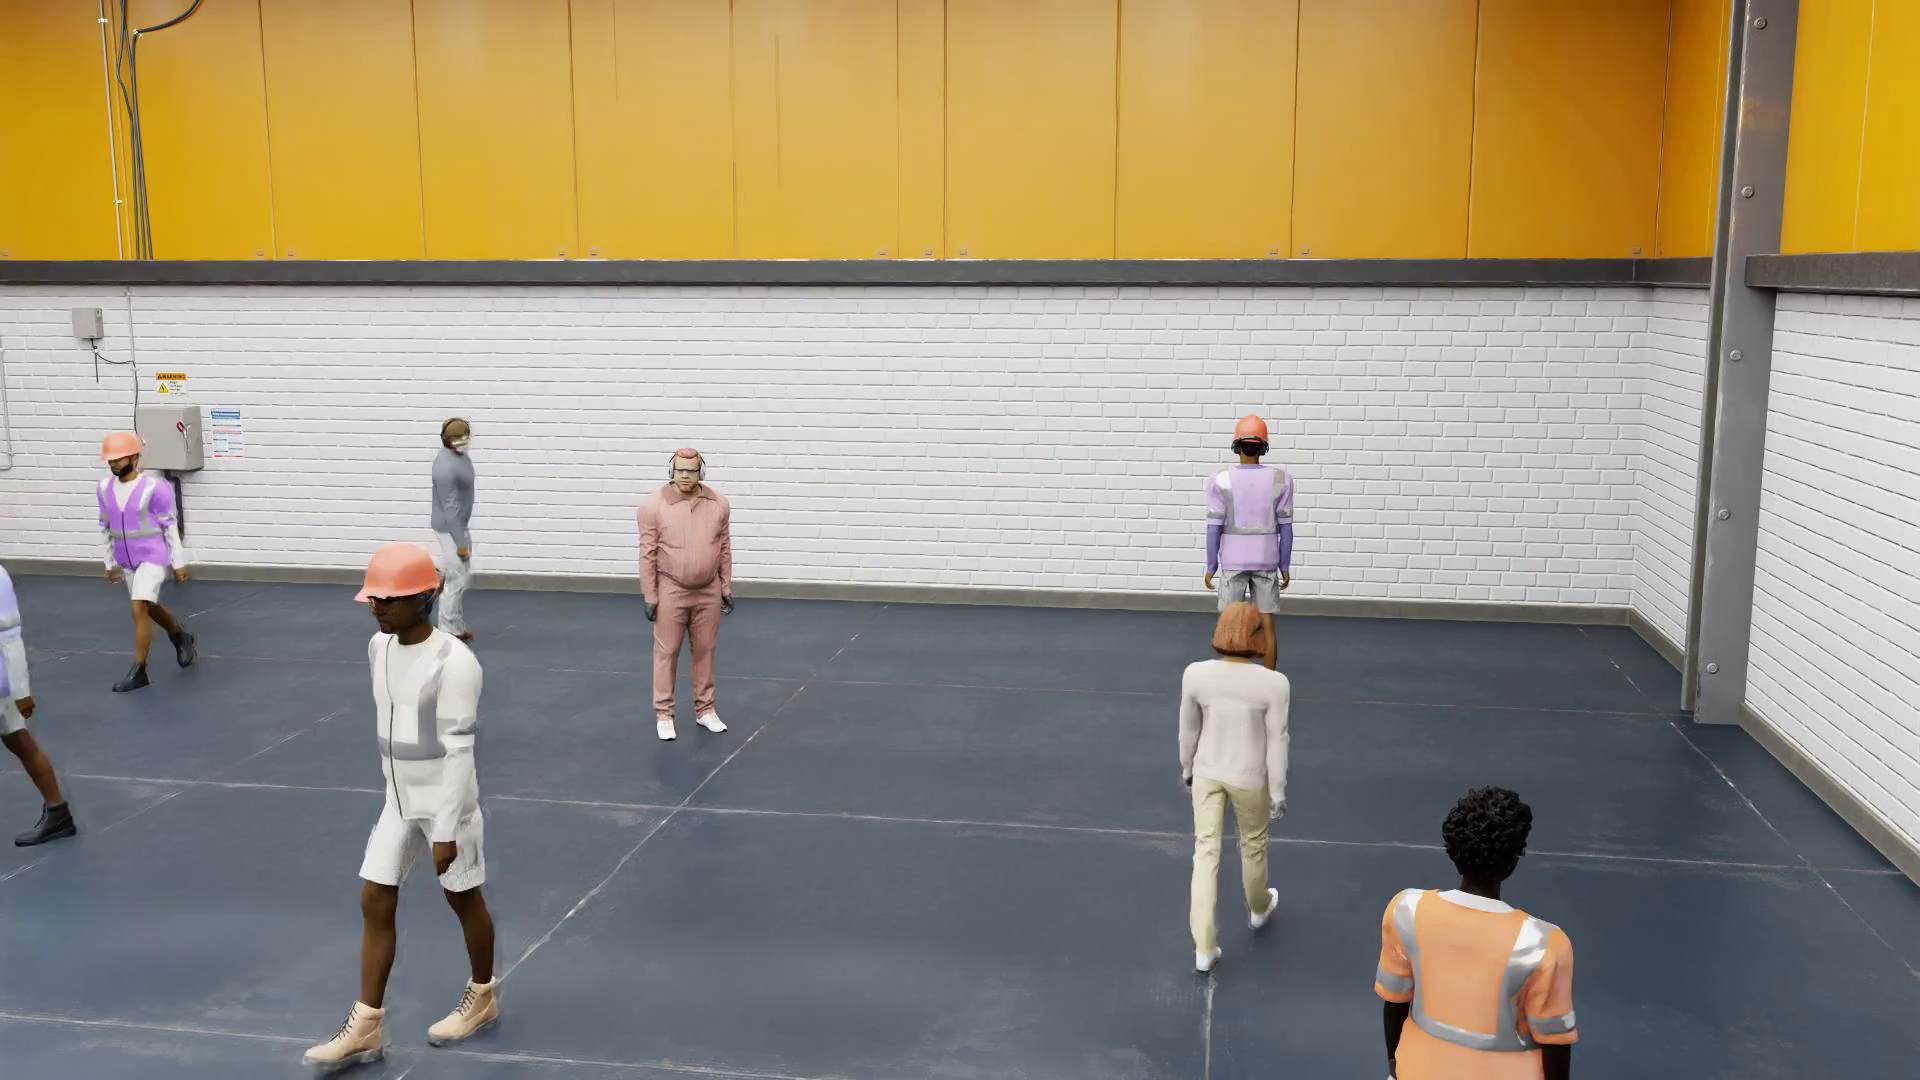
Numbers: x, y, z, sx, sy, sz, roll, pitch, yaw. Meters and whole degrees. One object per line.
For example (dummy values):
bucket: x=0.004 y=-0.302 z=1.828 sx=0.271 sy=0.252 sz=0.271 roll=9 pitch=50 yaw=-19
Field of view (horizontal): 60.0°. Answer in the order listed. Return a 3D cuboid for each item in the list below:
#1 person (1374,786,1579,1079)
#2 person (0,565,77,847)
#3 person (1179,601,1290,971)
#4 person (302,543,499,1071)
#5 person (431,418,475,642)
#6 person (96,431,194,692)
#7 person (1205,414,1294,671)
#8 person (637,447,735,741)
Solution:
person: x=1.363 y=1.481 z=4.419 sx=0.539 sy=1.696 sz=0.317 roll=7 pitch=12 yaw=38
person: x=-5.088 y=0.718 z=8.518 sx=0.988 sy=1.884 sz=0.550 roll=-8 pitch=12 yaw=-41
person: x=1.227 y=1.048 z=7.402 sx=0.519 sy=1.580 sz=0.842 roll=4 pitch=10 yaw=25
person: x=-2.130 y=1.021 z=6.280 sx=0.644 sy=2.009 sz=0.908 roll=6 pitch=11 yaw=35
person: x=-4.033 y=-0.049 z=13.296 sx=0.363 sy=1.893 sz=0.743 roll=-2 pitch=9 yaw=-10
person: x=-6.008 y=0.109 z=12.331 sx=0.567 sy=1.895 sz=0.969 roll=2 pitch=9 yaw=11
person: x=1.998 y=0.153 z=11.543 sx=0.605 sy=2.045 sz=0.383 roll=0 pitch=9 yaw=2
person: x=-1.759 y=0.339 z=10.828 sx=0.642 sy=1.905 sz=0.399 roll=-6 pitch=11 yaw=-31
